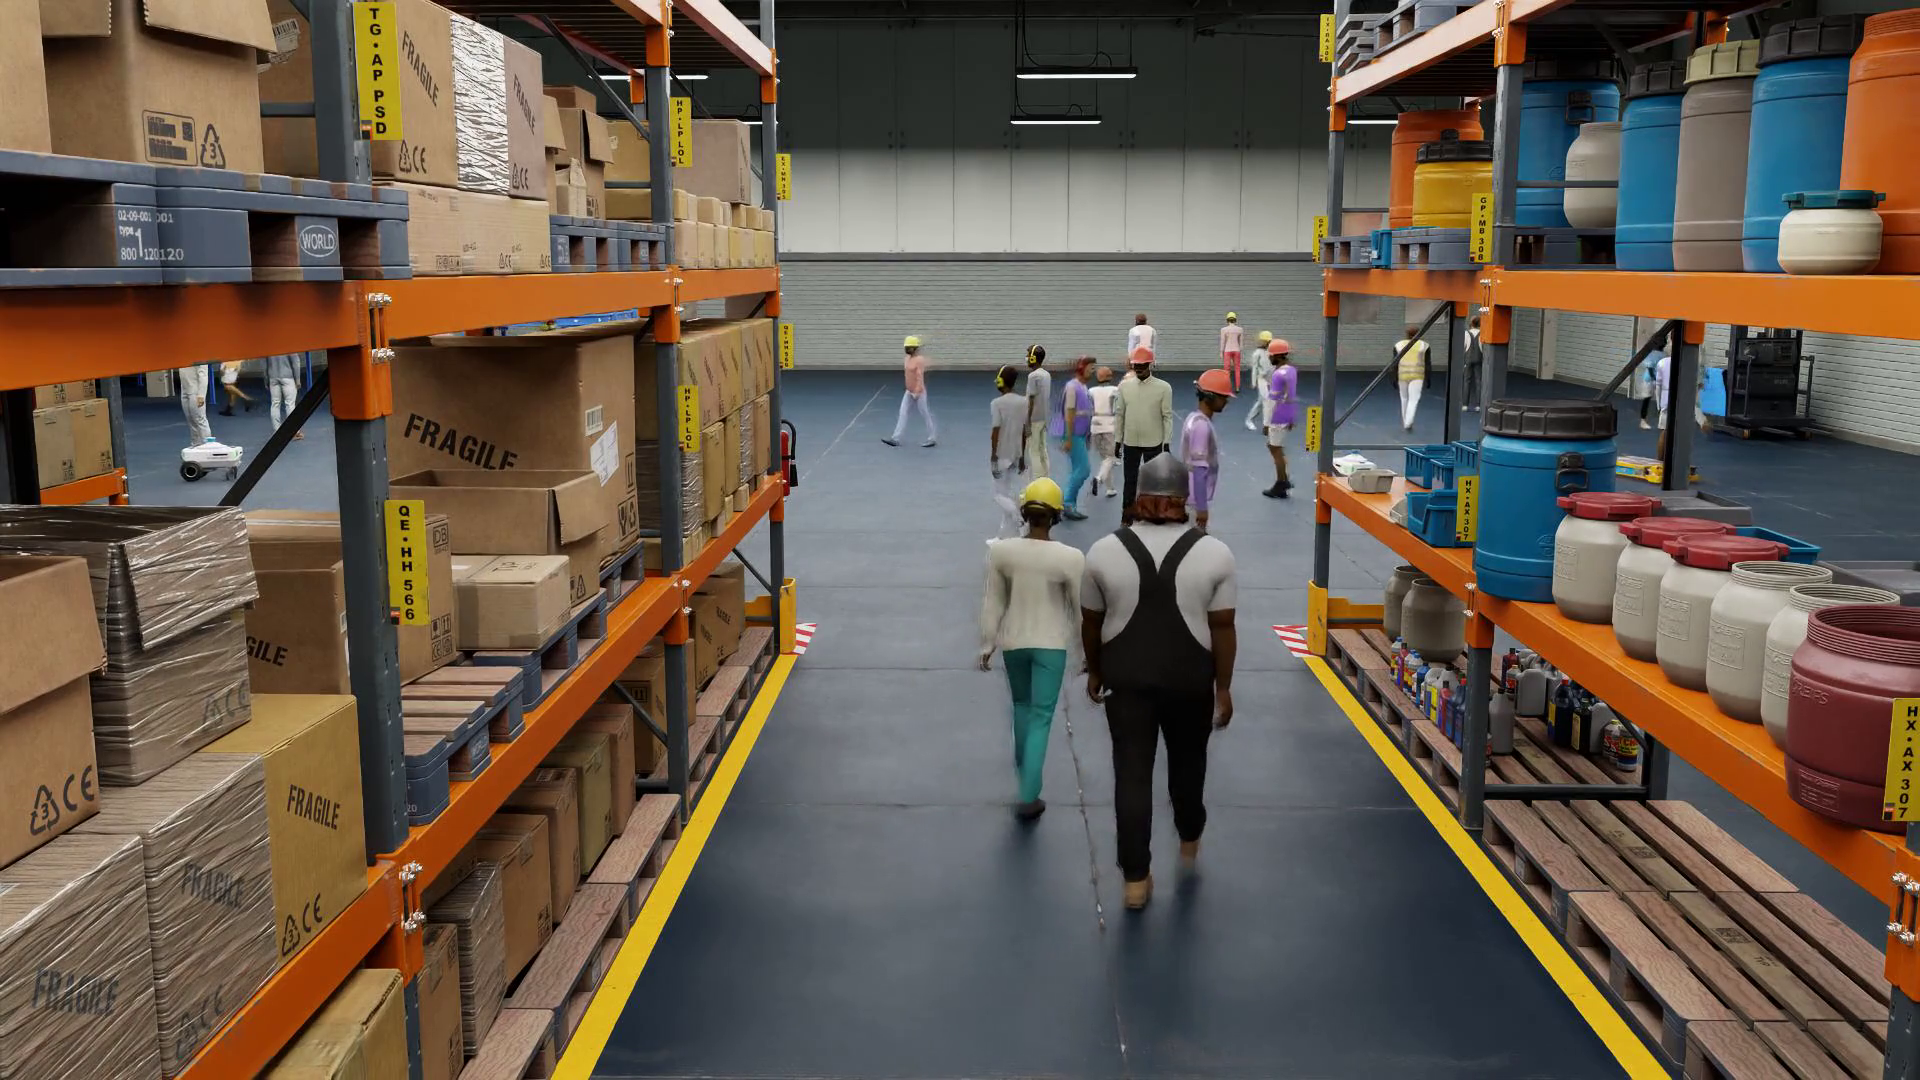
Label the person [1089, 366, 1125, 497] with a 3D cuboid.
[{"bbox_3d":[1.737,-1.305,20.142,0.540,1.606,0.648,5,11,29],"label":"person"}]

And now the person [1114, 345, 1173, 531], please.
[{"bbox_3d":[1.900,-1.032,17.361,0.623,1.992,0.397,4,10,21],"label":"person"}]

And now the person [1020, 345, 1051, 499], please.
[{"bbox_3d":[0.921,-1.426,20.138,0.325,1.865,0.517,5,11,28],"label":"person"}]

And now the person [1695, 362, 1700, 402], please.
[{"bbox_3d":[11.300,-2.302,26.080,0.517,1.614,0.453,2,10,13],"label":"person"}]

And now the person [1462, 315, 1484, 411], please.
[{"bbox_3d":[9.901,-3.406,32.036,0.516,1.842,0.328,3,10,16],"label":"person"}]

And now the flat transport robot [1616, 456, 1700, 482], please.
[{"bbox_3d":[9.090,-0.957,22.194,0.652,0.197,1.431,-3,10,-18],"label":"flat transport robot"}]

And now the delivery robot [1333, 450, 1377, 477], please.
[{"bbox_3d":[4.890,-0.882,20.614,0.477,0.478,0.707,-1,10,-7],"label":"delivery robot"}]

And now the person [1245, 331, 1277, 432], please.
[{"bbox_3d":[5.131,-2.693,28.170,0.495,1.706,0.853,-7,12,-35],"label":"person"}]

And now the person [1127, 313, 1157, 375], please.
[{"bbox_3d":[3.631,-3.633,33.405,0.633,1.840,0.429,-4,10,-25],"label":"person"}]

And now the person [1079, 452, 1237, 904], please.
[{"bbox_3d":[0.918,0.587,7.658,0.708,2.000,0.975,2,10,11],"label":"person"}]

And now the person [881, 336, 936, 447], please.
[{"bbox_3d":[-0.754,-2.274,25.645,0.929,1.716,0.545,-7,12,-35],"label":"person"}]

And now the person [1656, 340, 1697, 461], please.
[{"bbox_3d":[9.523,-1.797,22.115,0.357,1.938,0.543,-8,12,-40],"label":"person"}]

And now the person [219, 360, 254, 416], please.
[{"bbox_3d":[-13.542,-3.268,30.977,0.651,1.924,0.566,1,10,7],"label":"person"}]

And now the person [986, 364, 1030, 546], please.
[{"bbox_3d":[0.514,-0.819,16.525,0.517,1.854,0.649,-9,13,-43],"label":"person"}]

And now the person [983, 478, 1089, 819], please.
[{"bbox_3d":[0.440,0.537,8.705,0.556,1.734,0.754,4,10,22],"label":"person"}]

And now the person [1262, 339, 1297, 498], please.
[{"bbox_3d":[3.852,-1.481,20.245,0.437,1.925,0.581,6,11,31],"label":"person"}]

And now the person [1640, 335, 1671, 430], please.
[{"bbox_3d":[11.884,-2.680,28.230,0.530,1.651,0.825,-3,10,-16],"label":"person"}]

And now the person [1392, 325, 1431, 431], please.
[{"bbox_3d":[7.687,-2.761,28.338,0.628,1.809,0.955,4,10,23],"label":"person"}]

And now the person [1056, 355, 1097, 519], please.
[{"bbox_3d":[1.307,-1.136,18.498,0.442,1.819,0.602,3,10,19],"label":"person"}]

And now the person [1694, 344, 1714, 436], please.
[{"bbox_3d":[11.954,-2.605,27.037,0.628,1.911,0.703,-8,13,-41],"label":"person"}]

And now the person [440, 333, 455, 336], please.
[{"bbox_3d":[-6.470,-1.636,21.044,0.650,1.973,0.478,4,10,24],"label":"person"}]

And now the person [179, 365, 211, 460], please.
[{"bbox_3d":[-10.997,-2.085,23.843,0.638,1.937,0.356,8,13,41],"label":"person"}]

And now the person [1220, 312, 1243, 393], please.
[{"bbox_3d":[5.955,-4.118,36.542,0.526,1.765,0.329,-2,10,-10],"label":"person"}]

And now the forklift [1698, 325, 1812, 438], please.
[{"bbox_3d":[13.248,-3.165,27.620,1.129,2.768,1.873,0,9,1],"label":"forklift"}]

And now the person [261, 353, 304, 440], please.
[{"bbox_3d":[-10.940,-2.581,26.828,0.627,1.935,0.372,0,9,3],"label":"person"}]

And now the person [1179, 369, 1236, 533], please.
[{"bbox_3d":[1.936,-0.346,13.191,0.463,2.018,0.619,1,10,9],"label":"person"}]

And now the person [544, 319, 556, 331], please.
[{"bbox_3d":[-7.882,-3.326,31.698,1.004,1.816,0.571,3,10,15],"label":"person"}]

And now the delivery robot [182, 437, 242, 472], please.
[{"bbox_3d":[-9.899,-1.117,22.028,0.707,0.478,0.477,-2,10,-14],"label":"delivery robot"}]

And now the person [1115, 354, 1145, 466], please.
[{"bbox_3d":[2.408,-1.812,23.216,0.864,1.601,0.514,5,11,26],"label":"person"}]
